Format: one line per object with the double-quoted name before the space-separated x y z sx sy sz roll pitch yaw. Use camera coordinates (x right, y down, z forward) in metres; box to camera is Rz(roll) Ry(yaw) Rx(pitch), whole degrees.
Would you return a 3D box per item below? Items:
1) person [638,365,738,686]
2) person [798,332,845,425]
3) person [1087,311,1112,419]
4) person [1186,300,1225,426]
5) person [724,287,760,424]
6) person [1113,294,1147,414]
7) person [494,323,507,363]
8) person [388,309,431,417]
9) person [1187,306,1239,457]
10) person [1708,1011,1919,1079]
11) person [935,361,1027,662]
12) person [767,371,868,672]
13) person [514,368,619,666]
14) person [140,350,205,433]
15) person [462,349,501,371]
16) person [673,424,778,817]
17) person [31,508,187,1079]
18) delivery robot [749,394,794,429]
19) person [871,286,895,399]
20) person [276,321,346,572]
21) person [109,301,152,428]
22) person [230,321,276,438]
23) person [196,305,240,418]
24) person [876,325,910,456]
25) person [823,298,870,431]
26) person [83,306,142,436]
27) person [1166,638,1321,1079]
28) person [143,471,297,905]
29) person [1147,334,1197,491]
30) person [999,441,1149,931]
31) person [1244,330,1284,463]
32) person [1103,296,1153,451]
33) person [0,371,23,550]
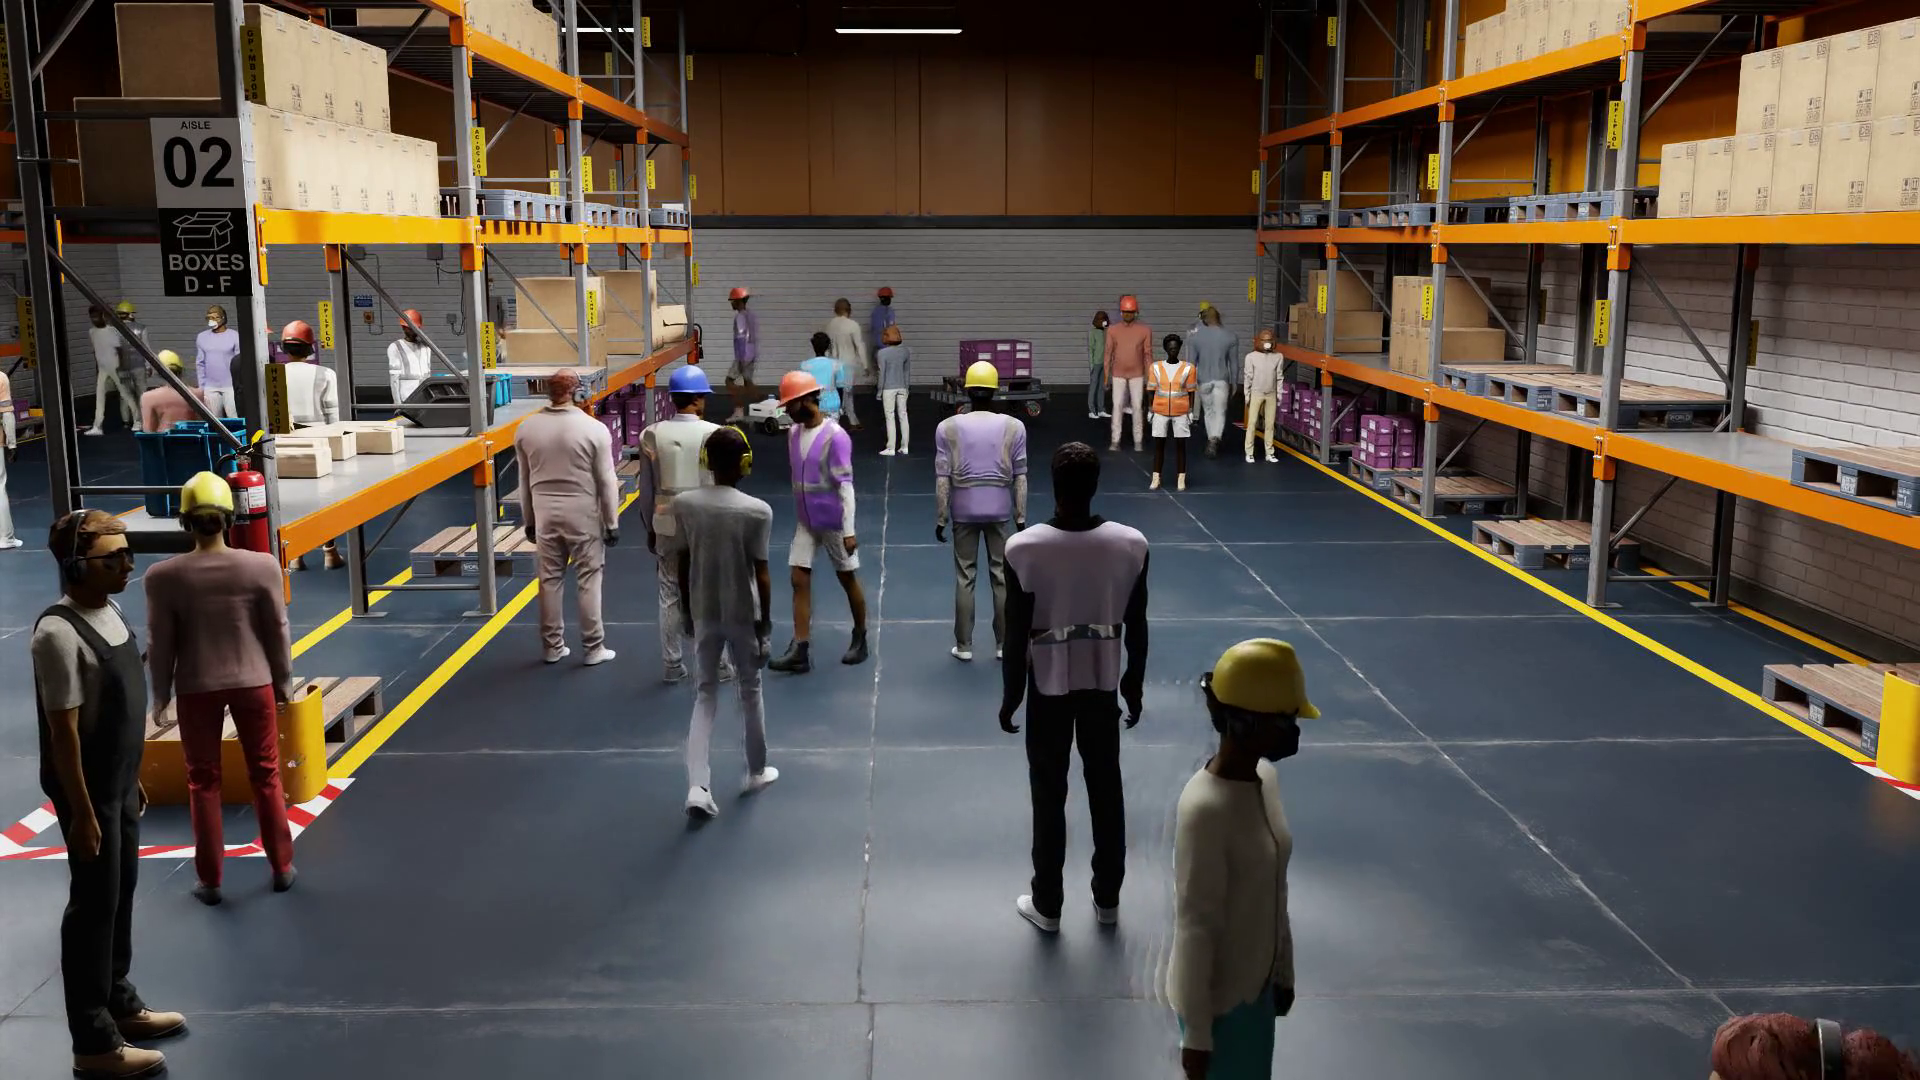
"person" -1.633 -0.079 10.055 0.605 1.944 0.403 2 10 10
"person" -1.532 -1.462 18.466 0.533 1.687 0.397 -2 10 -11
"person" 2.138 -2.671 25.363 0.499 1.633 0.286 -10 14 -43
"person" 3.577 -2.568 24.236 0.589 1.832 0.404 0 10 1
"person" -3.253 -2.696 24.413 0.663 2.017 0.652 1 10 8
"person" 2.646 -2.877 25.831 0.420 1.877 0.671 6 12 32
"person" -6.018 -2.078 22.119 0.526 1.619 0.652 5 11 26
"person" -6.073 -1.597 18.535 0.372 1.935 0.551 6 12 31
"person" 3.136 -1.957 20.697 0.655 1.890 0.882 2 10 12
"person" 0.841 1.425 1.915 0.951 1.859 0.677 3 11 18
"person" 0.132 -0.178 10.657 0.594 1.924 0.382 -1 10 -5
"person" -0.900 -0.102 10.369 0.641 1.868 0.933 8 13 38
"person" -2.456 -0.137 10.522 0.647 1.897 0.406 2 10 10
"person" -6.784 -0.771 14.428 0.539 1.749 0.574 -8 13 -37
"person" -6.039 -1.878 21.061 0.499 1.586 0.862 -4 11 -21
"person" -1.115 0.369 7.842 0.522 1.839 0.828 2 10 9
"person" -2.772 0.810 5.378 0.327 1.843 0.514 -2 10 -10
"delivery robot" -2.622 -1.784 23.166 0.707 0.478 0.477 10 14 43
"person" -1.281 -3.345 28.287 0.449 1.925 0.577 -9 13 -40
"person" -5.356 -0.760 13.572 0.609 2.044 0.397 -2 10 -12
"person" -11.994 -2.532 24.046 0.592 1.828 0.404 -2 10 -12
"person" -6.654 -1.140 15.823 0.381 1.994 0.622 2 10 9
"person" -8.696 -1.794 19.623 0.627 1.940 0.370 1 10 5
"person" -0.842 -1.879 20.951 0.501 1.632 0.280 -8 13 -38
"person" -1.628 -2.433 23.356 0.638 1.902 0.935 9 13 40
"person" -11.886 -2.383 23.276 0.593 1.811 1.002 2 10 12
"person" 0.672 1.093 4.025 0.357 1.753 0.552 5 11 27
"person" -3.006 0.602 6.780 0.541 1.763 0.342 -5 11 -26
"person" 2.276 -1.374 17.953 0.540 1.698 0.316 2 10 12
"person" 0.446 0.575 6.481 0.597 1.917 0.379 -3 11 -15
"person" 3.690 -1.745 20.230 0.494 1.625 0.285 -2 10 -10
"person" 2.150 -2.133 21.354 0.624 1.991 0.393 2 10 11
"person" -8.519 -0.859 14.448 0.593 1.925 0.384 -3 11 -16
